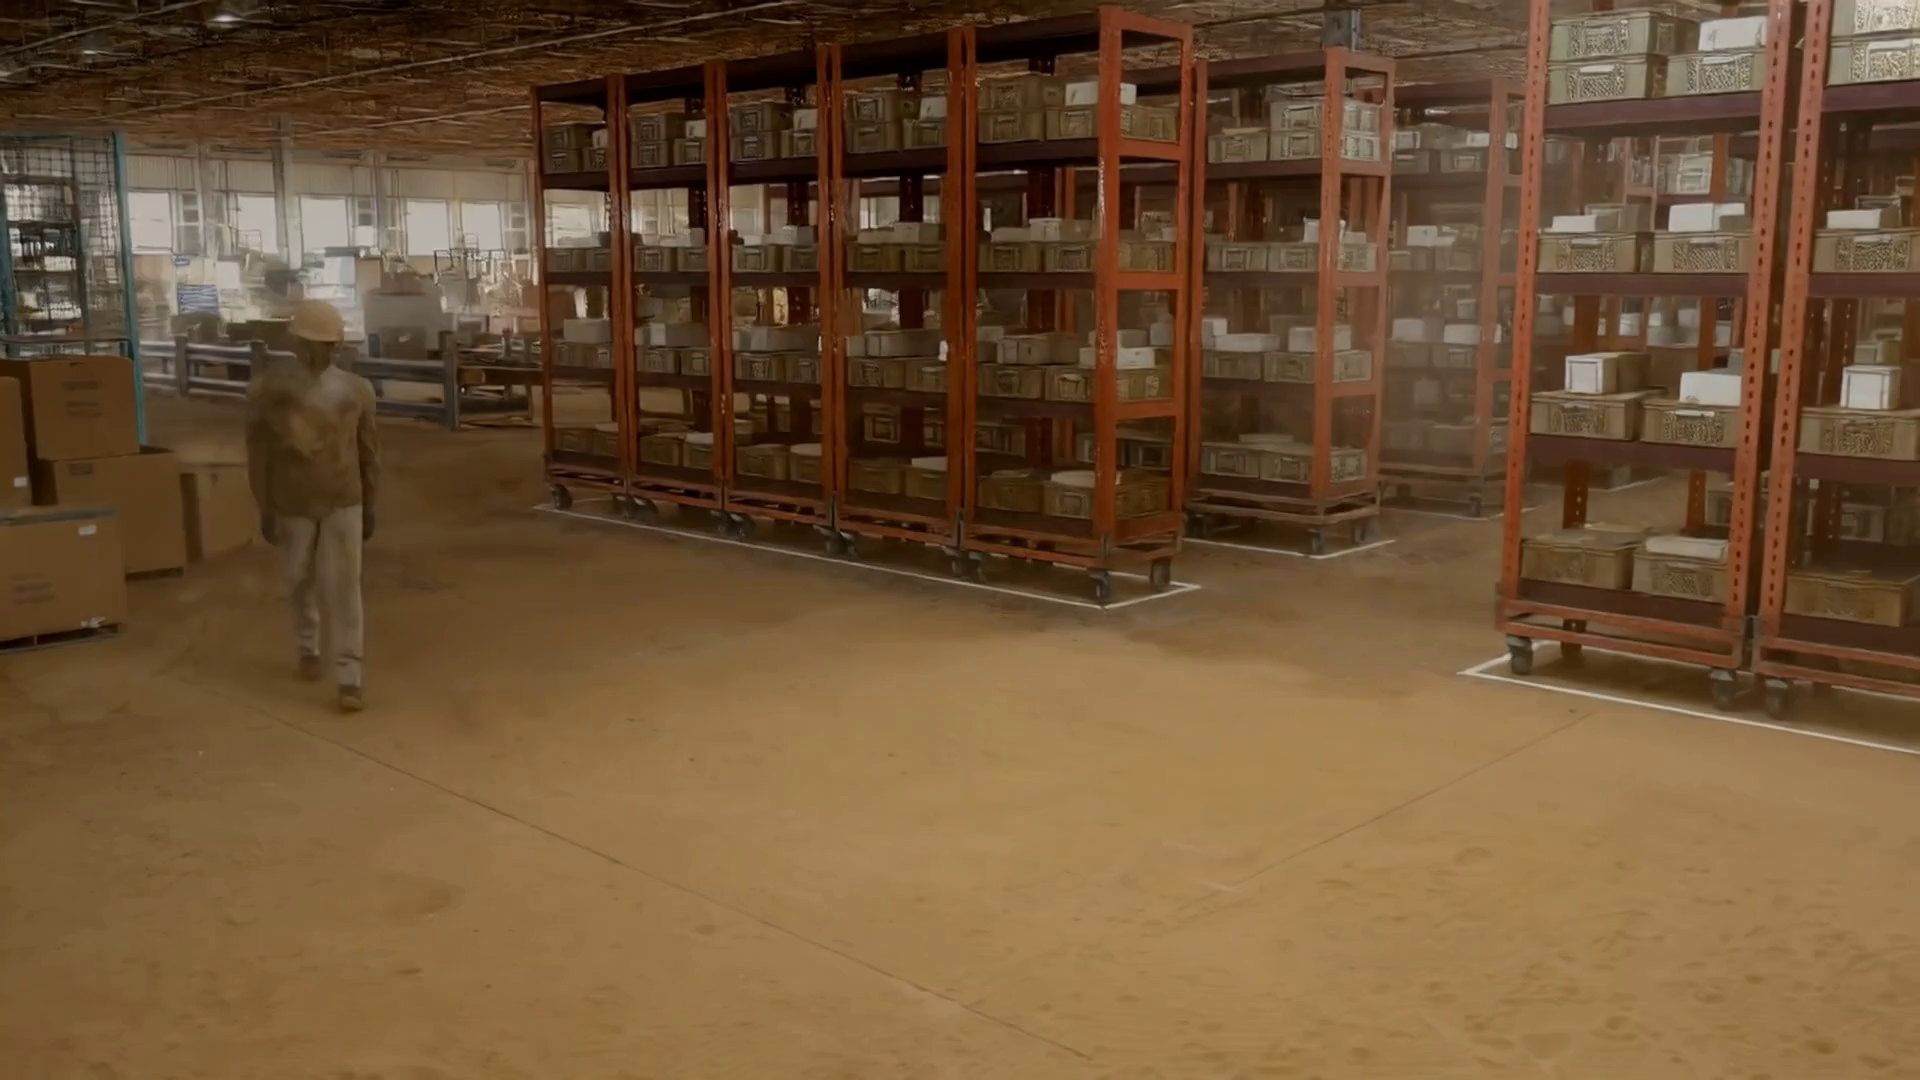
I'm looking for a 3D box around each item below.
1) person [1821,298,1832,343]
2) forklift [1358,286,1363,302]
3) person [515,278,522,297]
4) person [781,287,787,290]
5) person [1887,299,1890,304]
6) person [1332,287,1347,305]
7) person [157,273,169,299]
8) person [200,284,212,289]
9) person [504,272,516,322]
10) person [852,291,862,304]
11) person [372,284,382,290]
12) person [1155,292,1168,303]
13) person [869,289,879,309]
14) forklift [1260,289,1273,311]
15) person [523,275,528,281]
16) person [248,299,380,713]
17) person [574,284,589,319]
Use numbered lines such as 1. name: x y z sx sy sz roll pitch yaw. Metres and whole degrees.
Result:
1. person: 22.304 -5.801 42.744 0.586 1.825 0.403 9 13 43
2. forklift: 11.100 -7.017 46.970 1.873 2.768 1.129 9 13 43
3. person: -18.075 -9.867 68.064 0.532 1.696 0.319 9 13 43
4. person: -7.757 -10.987 74.123 0.602 1.960 0.368 9 13 43
5. person: 25.107 -6.066 44.547 0.522 1.768 0.311 9 13 43
6. person: 5.730 -2.907 24.749 0.640 1.909 0.409 9 13 43
7. person: -38.367 -11.945 80.309 1.030 1.869 0.570 -4 10 -21
8. person: -19.003 -5.642 41.967 0.522 1.763 0.320 9 13 43
9. person: -16.790 -9.022 62.156 0.629 1.936 0.373 9 13 43
10. person: -4.004 -9.488 65.096 0.606 1.913 0.388 9 13 43
11. person: -20.611 -8.523 58.768 0.988 2.000 0.708 -6 11 -33
12. person: 6.448 -7.492 52.752 0.601 1.941 0.395 9 13 43
13. person: -3.155 -8.813 60.889 0.542 1.931 0.366 9 13 43
14. forklift: 9.704 -7.999 52.987 1.129 2.768 1.873 4 10 23
15. person: -24.721 -14.249 94.786 0.484 1.744 0.295 9 13 43
16. person: -3.106 -0.195 8.047 0.595 1.940 1.052 -4 10 -24
17. person: -9.571 -5.728 42.177 0.508 1.865 0.329 9 13 43
